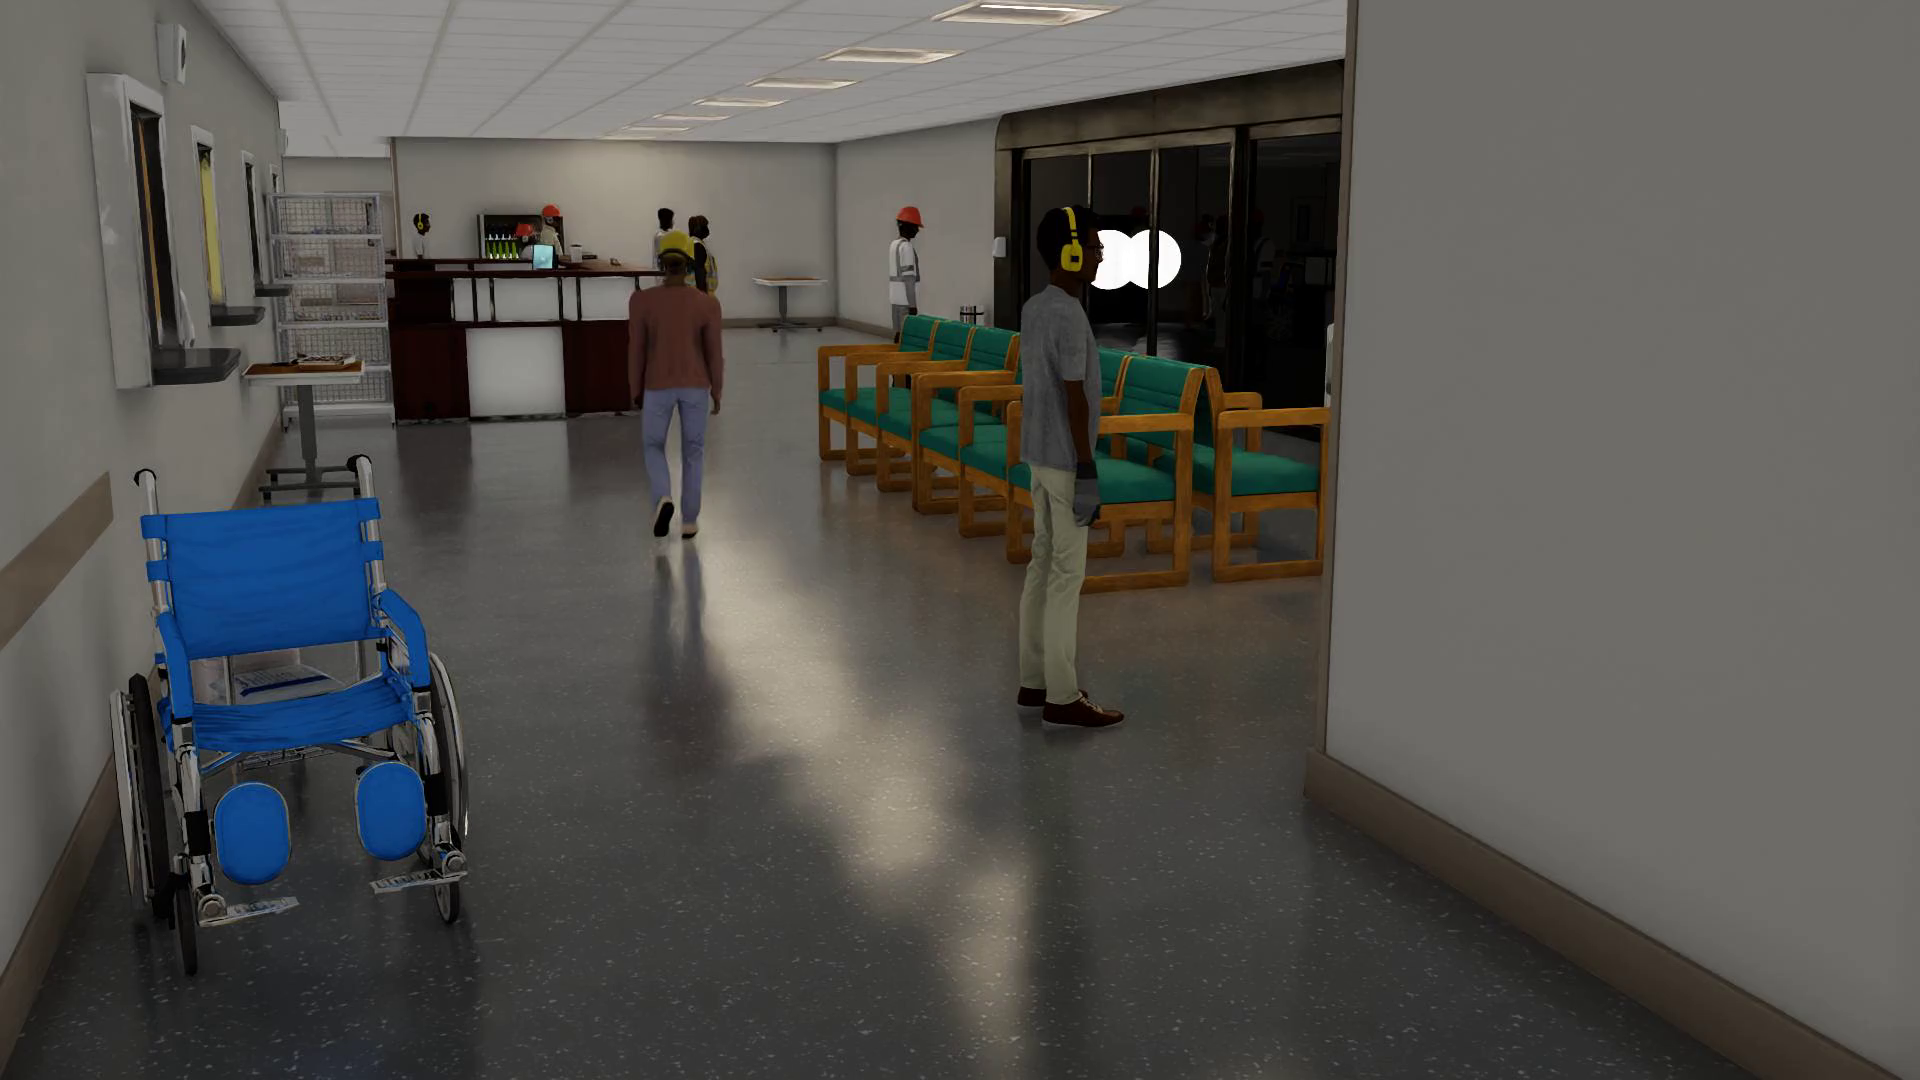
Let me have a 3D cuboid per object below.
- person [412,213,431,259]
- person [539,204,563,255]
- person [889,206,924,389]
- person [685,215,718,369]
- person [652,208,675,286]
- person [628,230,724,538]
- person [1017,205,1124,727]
[{"bbox_3d":[-7.930,-3.888,24.636,0.329,1.872,0.508,-4,12,-19],"label":"person"},{"bbox_3d":[-5.939,-3.876,24.251,0.377,1.995,0.608,-4,12,-19],"label":"person"},{"bbox_3d":[-0.545,-2.480,17.256,0.366,1.931,0.542,-4,12,-19],"label":"person"},{"bbox_3d":[-3.094,-2.934,19.819,0.429,1.844,0.624,-4,12,-19],"label":"person"},{"bbox_3d":[-4.635,-4.214,26.102,0.384,1.956,0.651,-3,11,-15],"label":"person"},{"bbox_3d":[-1.588,-0.854,9.343,0.543,1.751,0.536,-2,11,-11],"label":"person"},{"bbox_3d":[0.386,-0.259,6.014,0.329,1.872,0.508,-4,12,-19],"label":"person"}]
